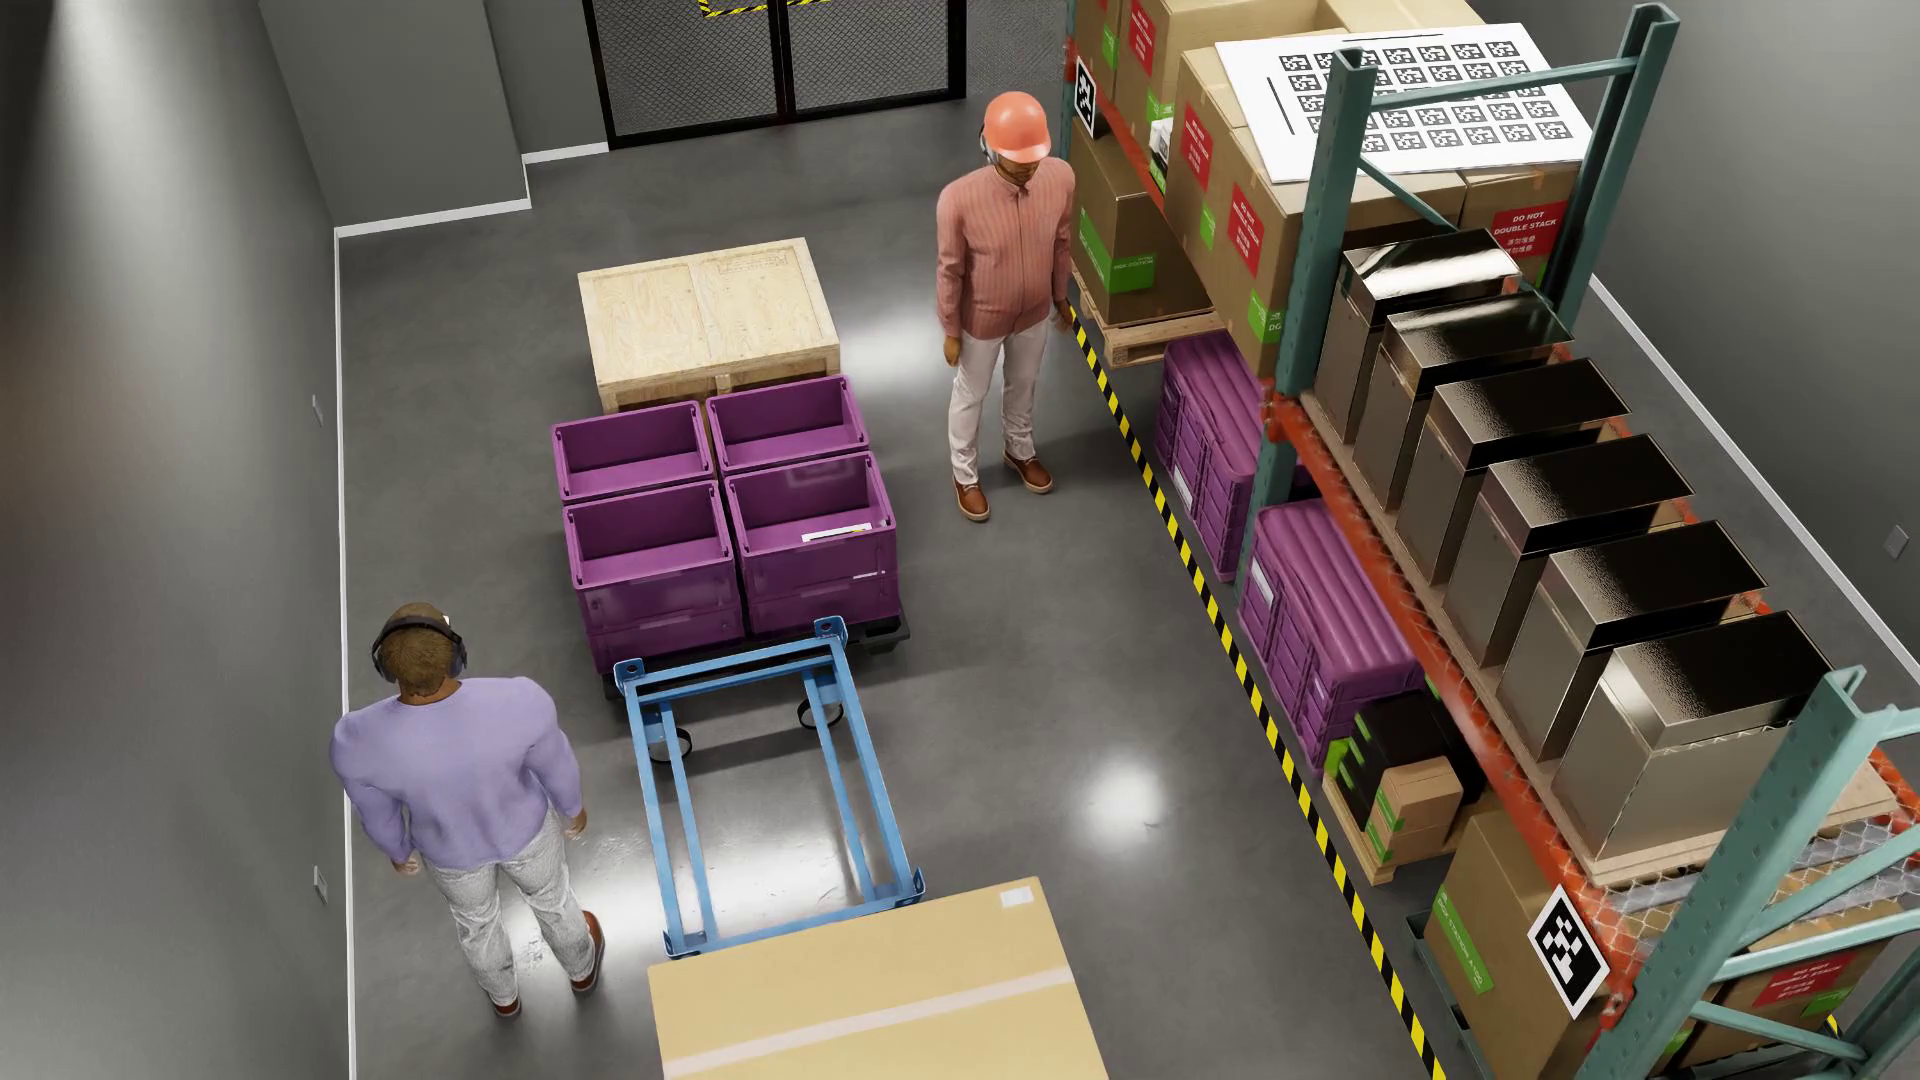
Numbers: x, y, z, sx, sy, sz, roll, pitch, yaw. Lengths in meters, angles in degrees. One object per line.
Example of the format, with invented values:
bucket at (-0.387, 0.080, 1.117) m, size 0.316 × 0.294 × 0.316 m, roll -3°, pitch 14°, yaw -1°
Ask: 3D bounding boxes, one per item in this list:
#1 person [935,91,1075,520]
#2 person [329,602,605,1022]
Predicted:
person at (0.189, -0.924, 6.697) m, size 0.608 × 1.996 × 0.382 m, roll -22°, pitch 51°, yaw -19°
person at (-1.455, 0.869, 5.088) m, size 0.636 × 1.939 × 0.364 m, roll -13°, pitch 49°, yaw -12°
